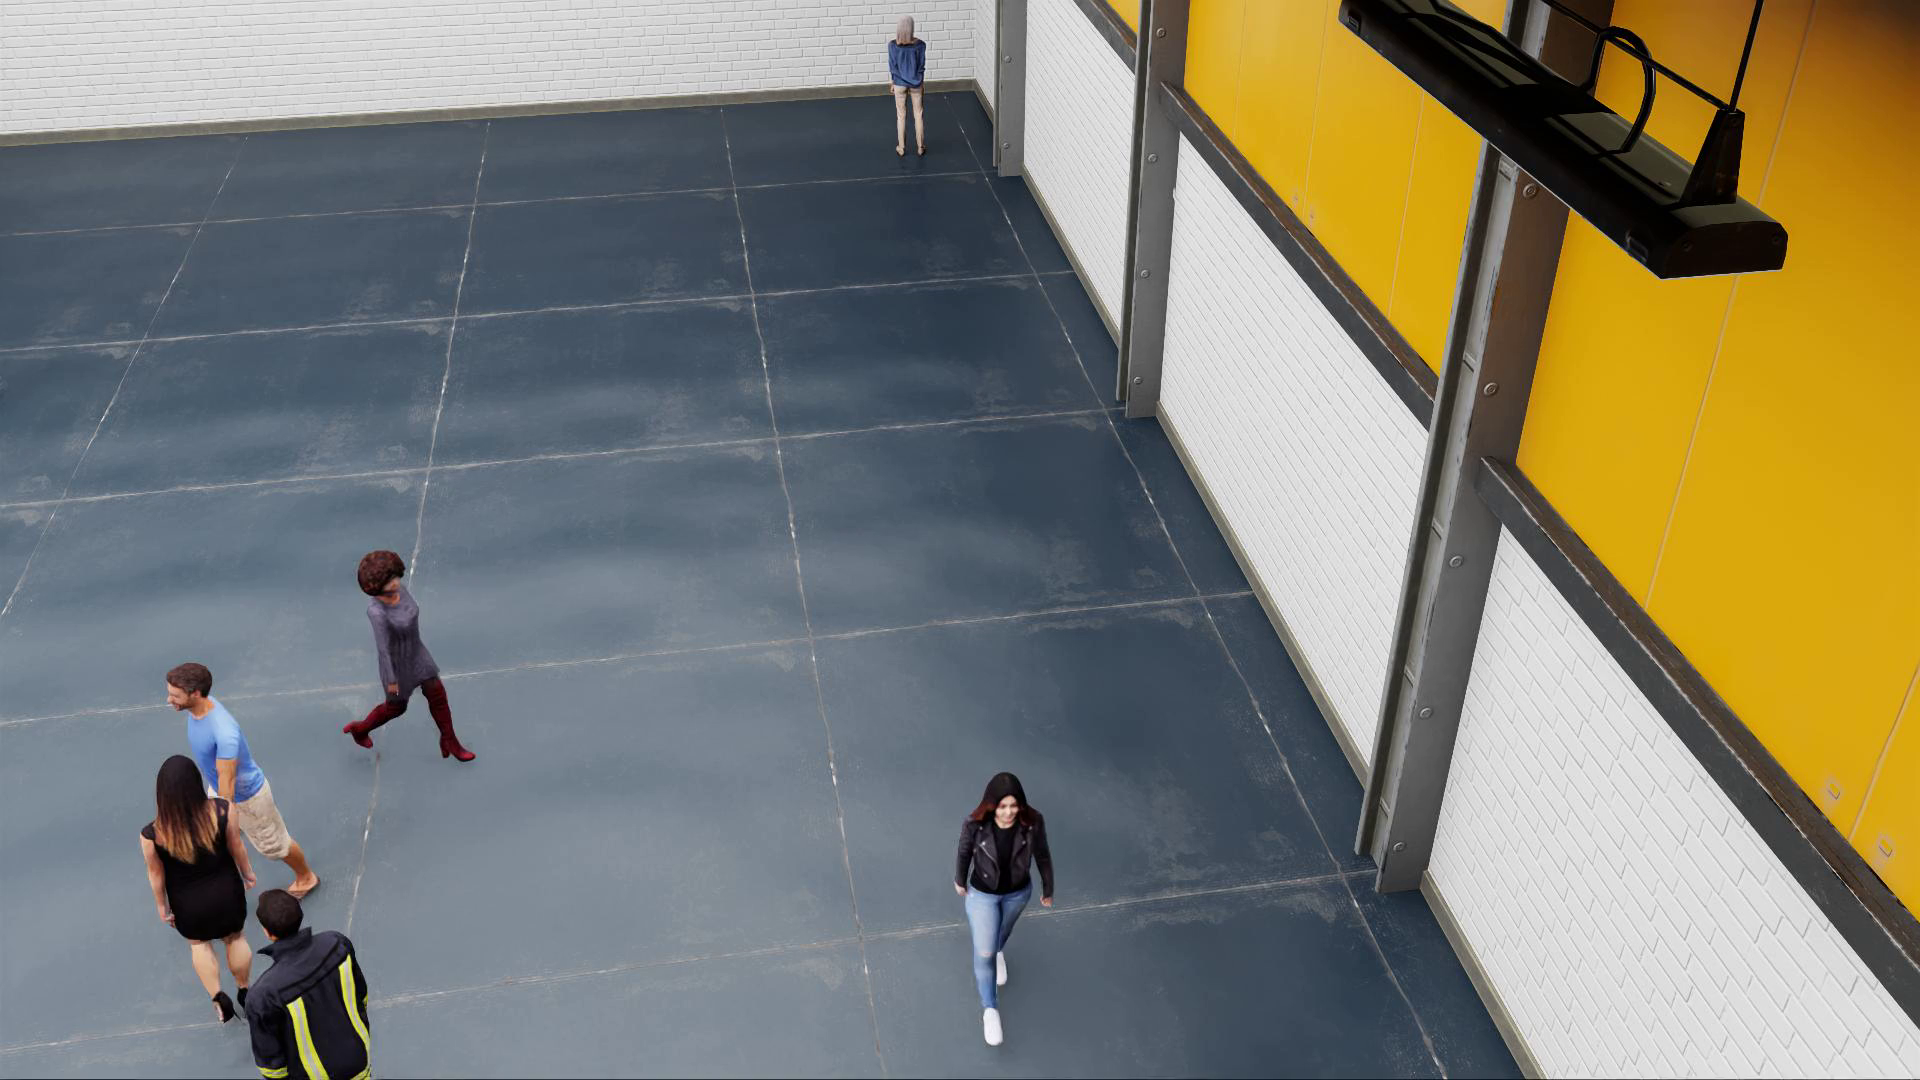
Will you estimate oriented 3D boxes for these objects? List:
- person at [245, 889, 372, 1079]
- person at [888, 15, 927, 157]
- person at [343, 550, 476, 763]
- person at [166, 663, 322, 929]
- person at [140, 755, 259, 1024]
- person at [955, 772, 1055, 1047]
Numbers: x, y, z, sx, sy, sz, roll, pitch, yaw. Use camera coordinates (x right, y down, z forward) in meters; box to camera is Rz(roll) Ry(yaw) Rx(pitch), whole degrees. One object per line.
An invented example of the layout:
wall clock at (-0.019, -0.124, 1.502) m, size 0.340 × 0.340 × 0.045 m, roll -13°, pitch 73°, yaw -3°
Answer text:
person at (-3.024, 2.469, 7.986) m, size 0.984 × 1.914 × 0.916 m, roll 19°, pitch 38°, yaw 27°
person at (-0.629, -5.522, 20.206) m, size 0.629 × 1.697 × 0.587 m, roll -3°, pitch 34°, yaw -4°
person at (-3.668, 0.800, 10.708) m, size 0.907 × 1.681 × 1.094 m, roll 5°, pitch 34°, yaw 7°
person at (-4.099, 1.420, 9.638) m, size 1.103 × 1.834 × 1.084 m, roll 27°, pitch 42°, yaw 34°
person at (-4.039, 1.951, 8.965) m, size 0.801 × 1.694 × 0.852 m, roll -23°, pitch 40°, yaw -31°
person at (0.203, 1.870, 9.164) m, size 0.661 × 1.608 × 0.943 m, roll -6°, pitch 34°, yaw -8°
